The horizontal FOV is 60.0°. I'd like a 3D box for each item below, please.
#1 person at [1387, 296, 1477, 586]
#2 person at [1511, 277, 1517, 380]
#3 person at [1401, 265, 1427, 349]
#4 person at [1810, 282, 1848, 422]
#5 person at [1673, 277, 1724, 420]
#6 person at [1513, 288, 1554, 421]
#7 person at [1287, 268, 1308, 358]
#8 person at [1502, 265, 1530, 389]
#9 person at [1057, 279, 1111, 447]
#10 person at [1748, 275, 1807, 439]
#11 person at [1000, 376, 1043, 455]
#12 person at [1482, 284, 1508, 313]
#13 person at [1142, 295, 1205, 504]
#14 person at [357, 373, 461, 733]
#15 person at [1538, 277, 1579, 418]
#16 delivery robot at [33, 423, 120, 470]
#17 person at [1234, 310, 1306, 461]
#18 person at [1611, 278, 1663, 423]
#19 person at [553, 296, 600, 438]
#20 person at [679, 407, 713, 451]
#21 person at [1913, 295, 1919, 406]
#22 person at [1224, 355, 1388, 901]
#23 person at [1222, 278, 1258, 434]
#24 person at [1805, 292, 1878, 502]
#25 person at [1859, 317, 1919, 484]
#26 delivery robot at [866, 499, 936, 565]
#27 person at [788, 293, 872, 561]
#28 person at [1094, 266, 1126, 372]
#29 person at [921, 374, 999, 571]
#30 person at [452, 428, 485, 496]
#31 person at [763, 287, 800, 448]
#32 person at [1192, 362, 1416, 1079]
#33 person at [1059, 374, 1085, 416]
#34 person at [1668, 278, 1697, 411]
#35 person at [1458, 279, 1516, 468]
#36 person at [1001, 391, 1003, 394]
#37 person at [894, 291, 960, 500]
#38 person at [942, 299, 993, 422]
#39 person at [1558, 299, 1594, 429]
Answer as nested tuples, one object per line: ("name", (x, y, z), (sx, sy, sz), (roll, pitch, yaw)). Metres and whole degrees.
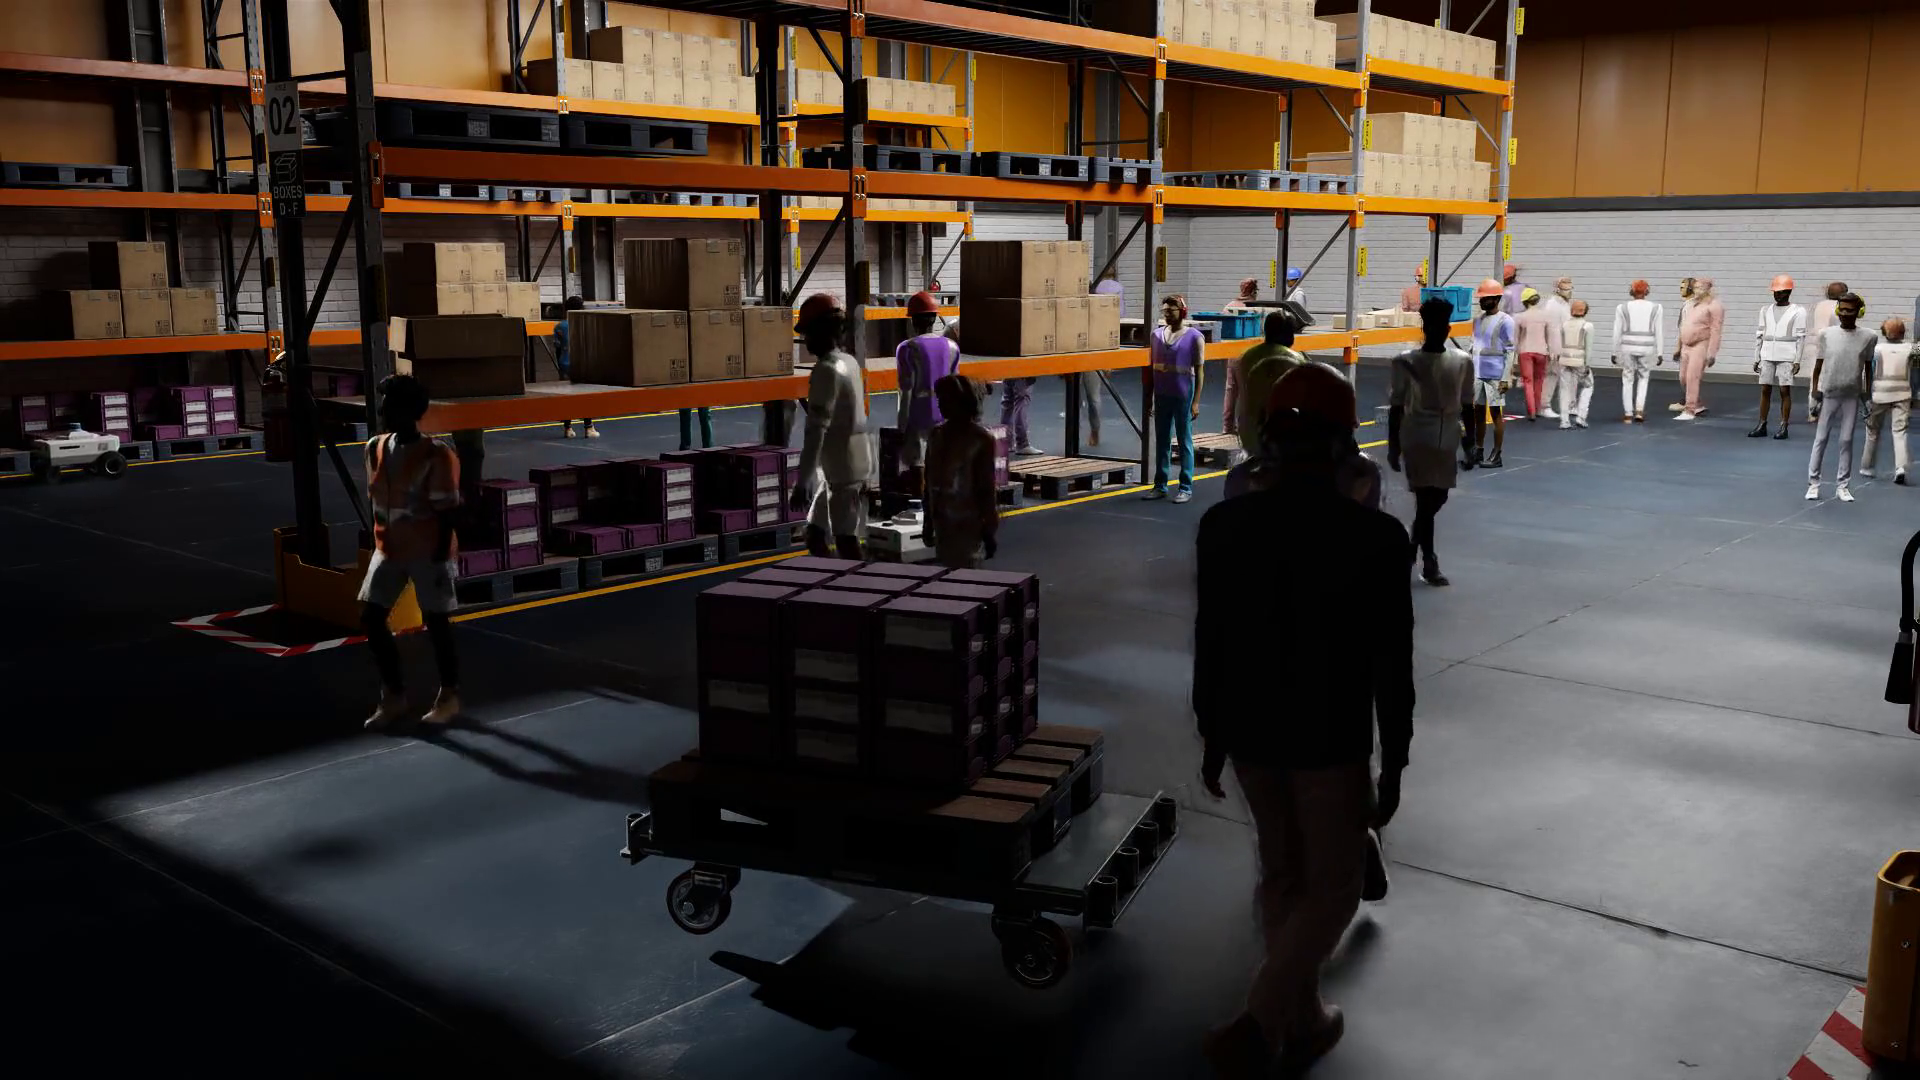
("person", (3.214, -0.703, 11.414), (0.612, 1.939, 0.905), (-1, 10, -7))
("person", (9.357, -3.679, 28.542), (0.513, 1.872, 0.331), (7, 12, 35))
("person", (7.178, -3.292, 25.976), (0.619, 1.997, 0.373), (-1, 10, -7))
("person", (11.231, -2.411, 21.459), (0.438, 1.829, 0.633), (-3, 10, -16))
("person", (9.691, -2.513, 21.943), (0.615, 1.882, 0.661), (-2, 10, -13))
("person", (7.503, -2.441, 21.880), (0.543, 1.717, 0.870), (2, 10, 9))
("person", (5.291, -3.320, 26.294), (0.409, 1.940, 0.606), (0, 10, 2))
("person", (8.917, -3.413, 26.720), (0.727, 1.991, 0.387), (-3, 10, -17))
("person", (1.395, -2.002, 18.834), (0.639, 1.945, 0.390), (2, 10, 12))
("person", (9.682, -2.161, 19.702), (0.358, 1.936, 0.552), (-9, 13, -41))
("person", (0.655, -1.888, 18.237), (0.407, 1.910, 0.640), (-6, 12, -30))
("person", (8.675, -3.382, 27.025), (0.405, 1.824, 0.615), (-1, 10, -8))
("person", (1.909, -1.249, 14.781), (0.565, 1.842, 0.389), (8, 13, 40))
("person", (-2.571, 0.075, 7.685), (0.559, 1.679, 0.570), (4, 11, 23))
("person", (8.005, -2.519, 21.948), (0.756, 1.868, 0.681), (7, 12, 36))
("delivery robot", (-8.581, -0.894, 16.159), (0.477, 0.478, 0.707), (9, 14, 43))
("person", (2.201, -0.702, 11.749), (0.451, 1.826, 0.630), (-10, 14, -44))
("person", (8.731, -2.440, 21.481), (0.629, 1.865, 0.531), (3, 10, 16))
("person", (-4.550, -2.045, 19.740), (0.532, 1.693, 0.319), (2, 10, 12))
("person", (-2.760, -1.621, 17.136), (0.522, 1.764, 0.318), (3, 10, 18))
("person", (13.965, -2.877, 23.778), (0.627, 1.941, 0.371), (4, 11, 23))
("person", (1.218, 0.306, 5.788), (0.608, 1.887, 0.752), (-2, 10, -10))
("person", (3.445, -2.194, 20.025), (0.395, 1.898, 0.637), (-9, 13, -41))
("person", (7.872, -1.269, 14.842), (0.519, 1.865, 0.335), (4, 11, 20))
("person", (9.016, -1.359, 16.103), (0.513, 1.599, 0.842), (3, 10, 18))
("delivery robot", (-0.299, -0.032, 11.249), (0.477, 0.478, 0.707), (10, 14, 44))
("person", (-0.751, -0.360, 9.297), (0.686, 1.998, 0.743), (1, 10, 4))
("person", (2.735, -4.051, 30.465), (0.637, 1.937, 0.357), (6, 11, 29))
("person", (0.040, -0.072, 8.732), (0.710, 1.614, 0.525), (-8, 13, -38))
("person", (-3.653, -0.734, 12.445), (0.279, 1.633, 0.505), (-6, 11, -29))
("person", (-1.917, -1.709, 17.390), (0.544, 1.845, 0.450), (6, 12, 30))
("person", (0.861, 0.526, 4.345), (0.621, 1.964, 0.797), (7, 12, 35))
("person", (1.469, -2.513, 22.268), (0.353, 1.730, 0.505), (2, 10, 10))
("person", (10.084, -2.708, 23.086), (0.345, 1.846, 0.506), (5, 11, 27))
("person", (5.417, -1.704, 17.105), (0.361, 1.935, 0.553), (-5, 11, -27))
("person", (0.857, -3.123, 25.525), (0.405, 1.823, 0.591), (-9, 13, -42))
("person", (-0.268, -0.893, 12.493), (0.551, 1.933, 0.373), (-7, 12, -35))
("person", (0.096, -1.666, 17.182), (0.586, 1.835, 0.403), (-7, 12, -35))
("person", (7.699, -2.185, 20.737), (0.510, 1.616, 0.507), (-8, 13, -38))
